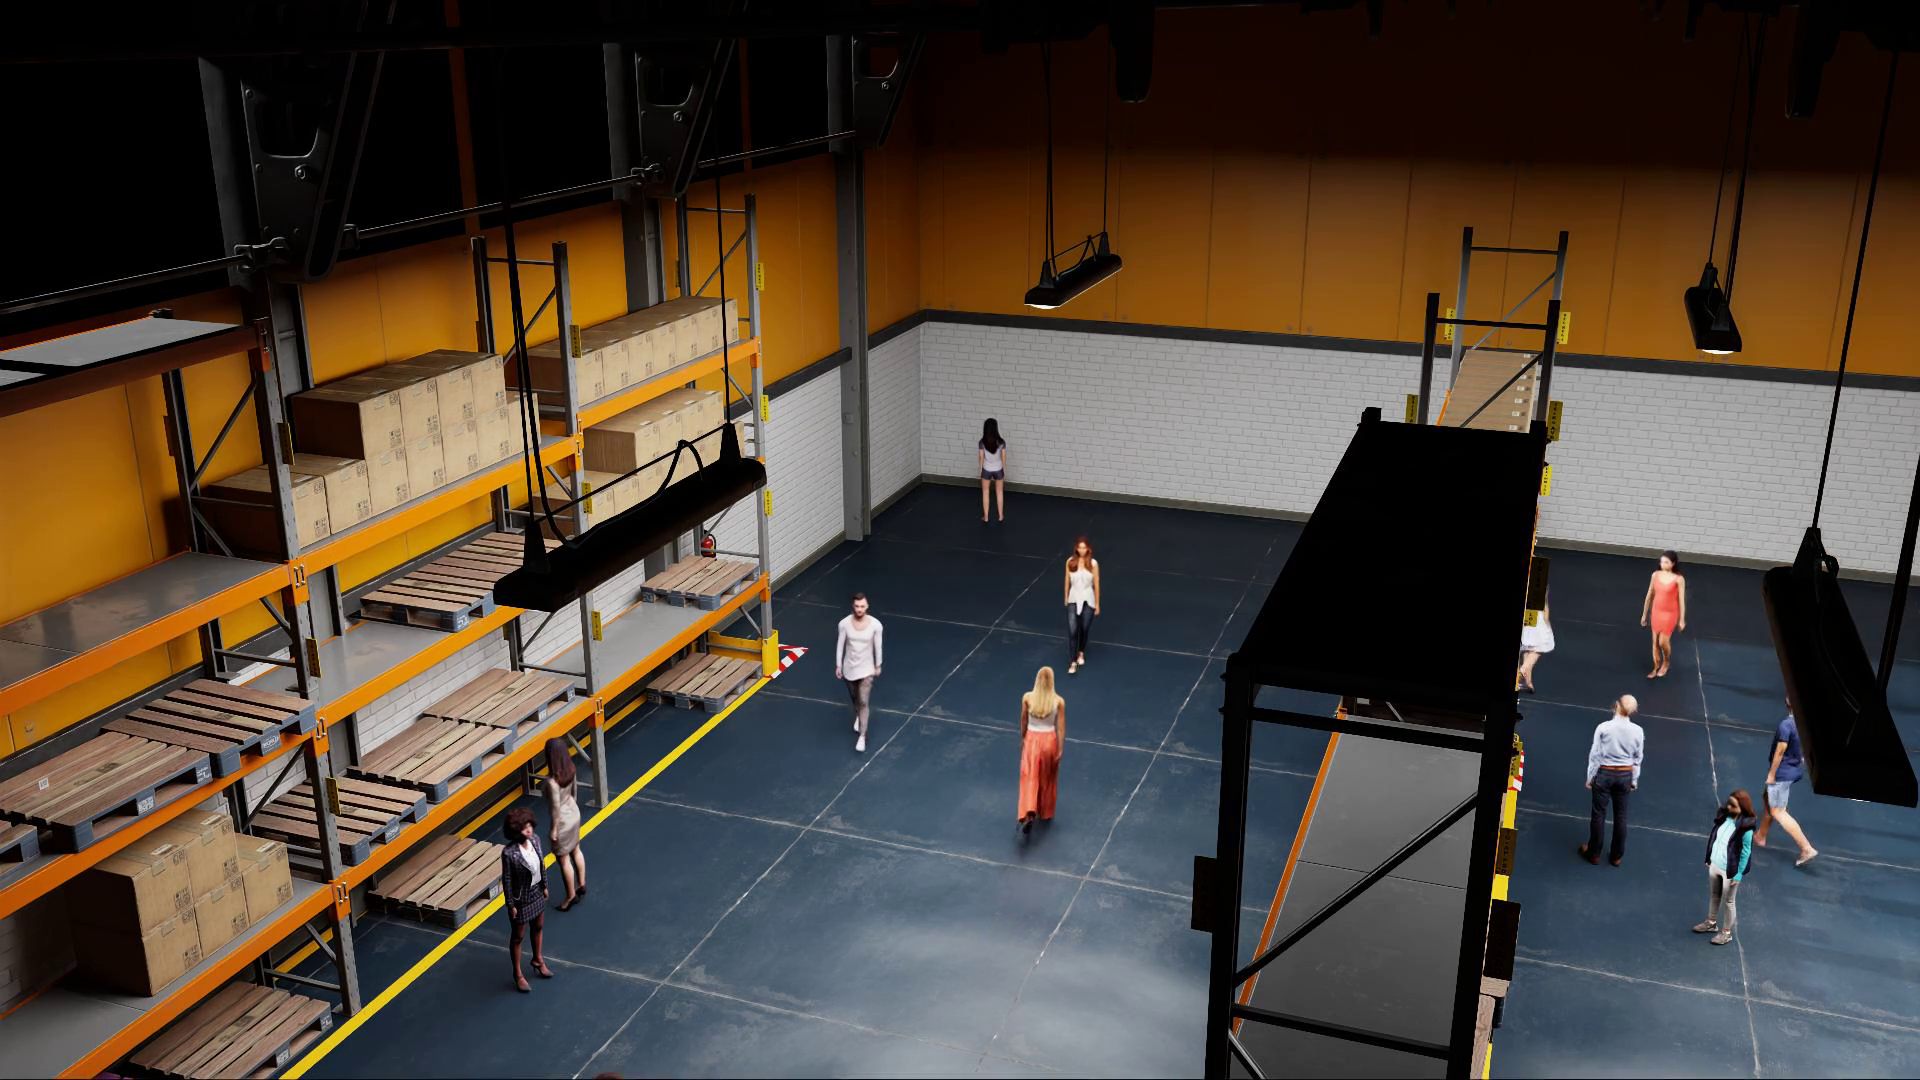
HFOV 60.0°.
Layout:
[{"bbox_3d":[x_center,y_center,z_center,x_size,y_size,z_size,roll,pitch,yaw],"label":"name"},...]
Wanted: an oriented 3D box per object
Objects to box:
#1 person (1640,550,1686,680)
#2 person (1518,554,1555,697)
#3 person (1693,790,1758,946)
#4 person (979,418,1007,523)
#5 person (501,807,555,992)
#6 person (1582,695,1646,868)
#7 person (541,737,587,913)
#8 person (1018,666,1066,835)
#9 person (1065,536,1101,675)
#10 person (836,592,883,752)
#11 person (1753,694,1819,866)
[{"bbox_3d":[8.838,0.930,20.781,0.768,1.702,0.754,-15,23,-37],"label":"person"},{"bbox_3d":[6.881,1.082,20.198,1.012,1.787,0.886,-14,23,-36],"label":"person"},{"bbox_3d":[6.978,2.946,15.110,0.748,1.501,0.681,-6,20,-18],"label":"person"},{"bbox_3d":[0.517,-1.138,26.913,0.668,1.707,0.661,-1,19,-4],"label":"person"},{"bbox_3d":[-3.763,3.087,14.385,0.718,1.697,0.559,12,22,31],"label":"person"},{"bbox_3d":[6.441,2.360,16.403,0.711,1.786,0.663,1,19,2],"label":"person"},{"bbox_3d":[-3.710,2.656,15.588,0.674,1.744,0.470,5,19,14],"label":"person"},{"bbox_3d":[0.802,2.170,16.977,0.725,1.781,1.059,4,19,12],"label":"person"},{"bbox_3d":[1.556,0.774,21.155,0.741,1.759,1.007,2,19,7],"label":"person"},{"bbox_3d":[-1.162,1.442,19.111,0.815,1.798,1.190,3,19,8],"label":"person"},{"bbox_3d":[8.232,2.327,16.443,1.111,1.823,1.089,-12,22,-32],"label":"person"}]
